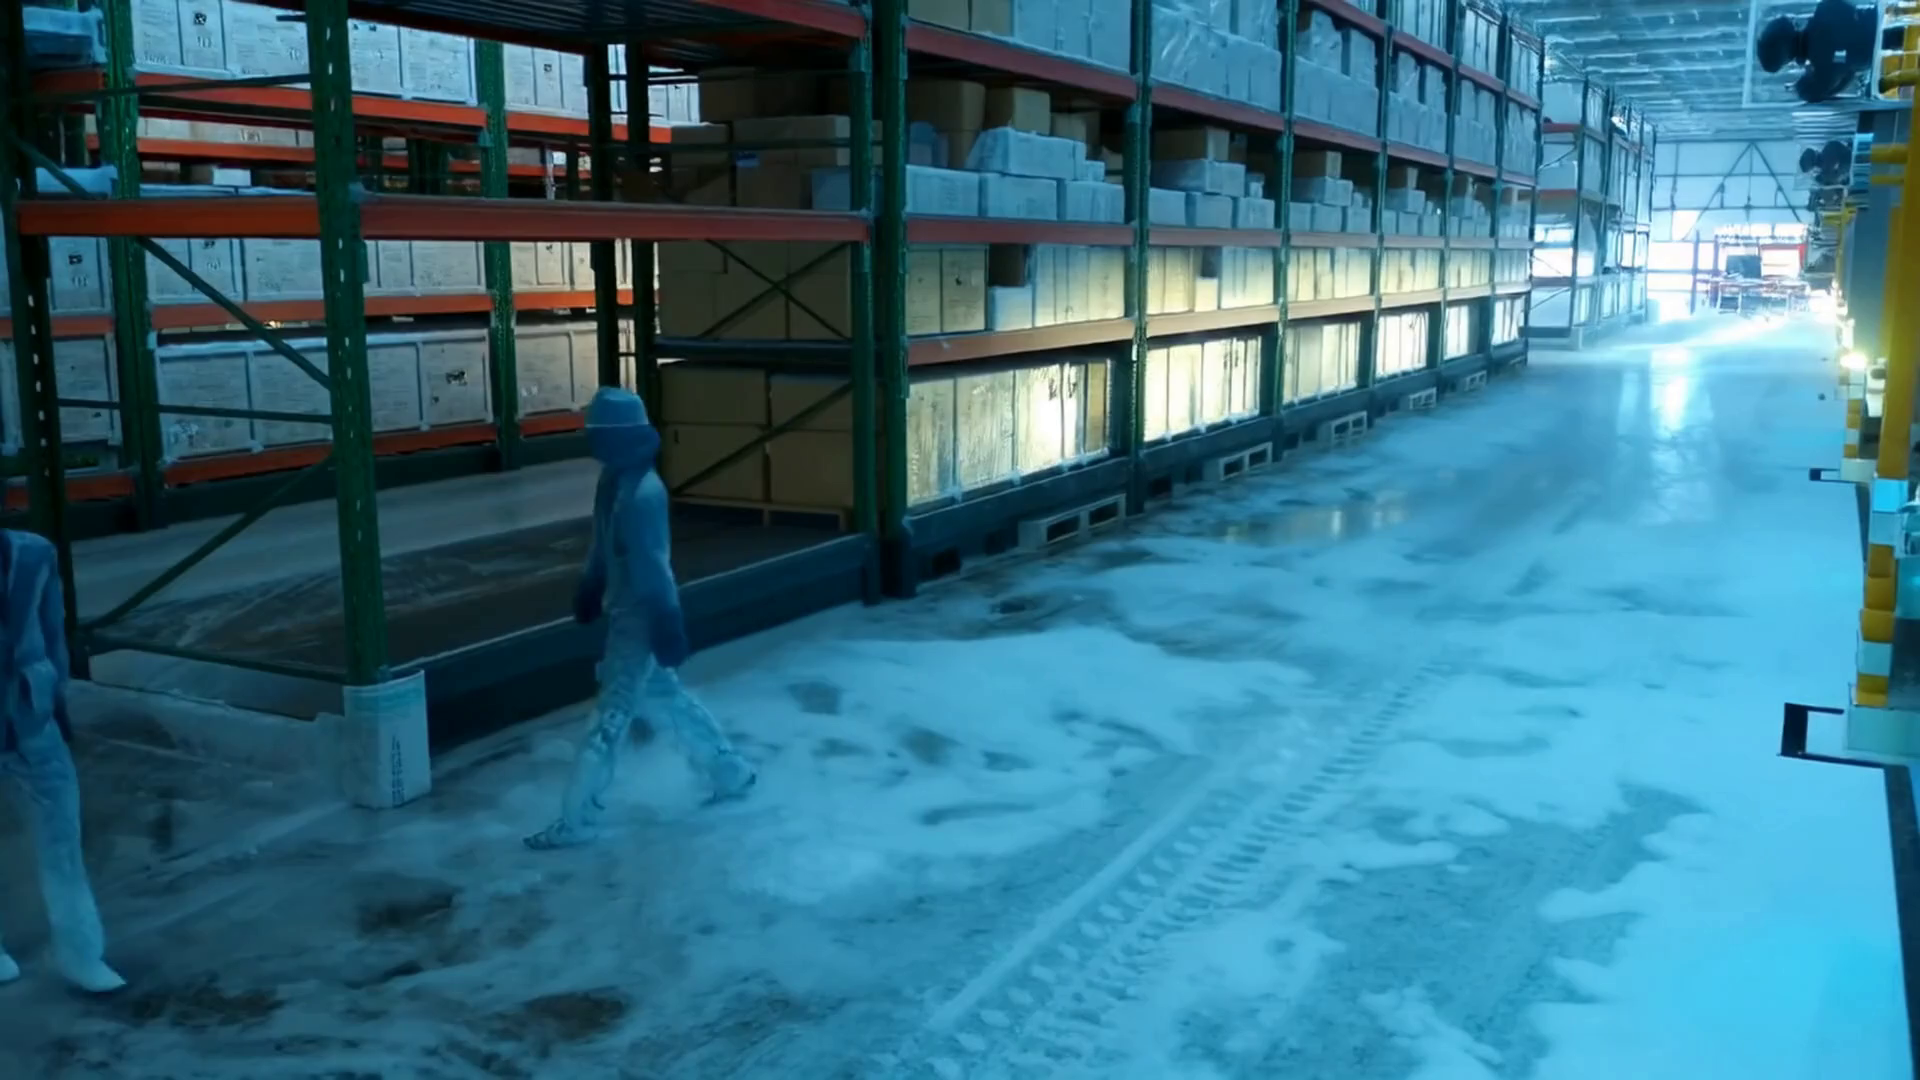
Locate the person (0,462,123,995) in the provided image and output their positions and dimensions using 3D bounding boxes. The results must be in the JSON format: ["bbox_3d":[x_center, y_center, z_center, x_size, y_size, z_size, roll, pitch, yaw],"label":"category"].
[{"bbox_3d":[-2.758,0.552,4.801,0.744,1.605,0.535,7,12,35],"label":"person"}]

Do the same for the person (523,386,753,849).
[{"bbox_3d":[-1.182,0.264,6.233,0.919,1.700,0.482,-5,11,-26],"label":"person"}]
